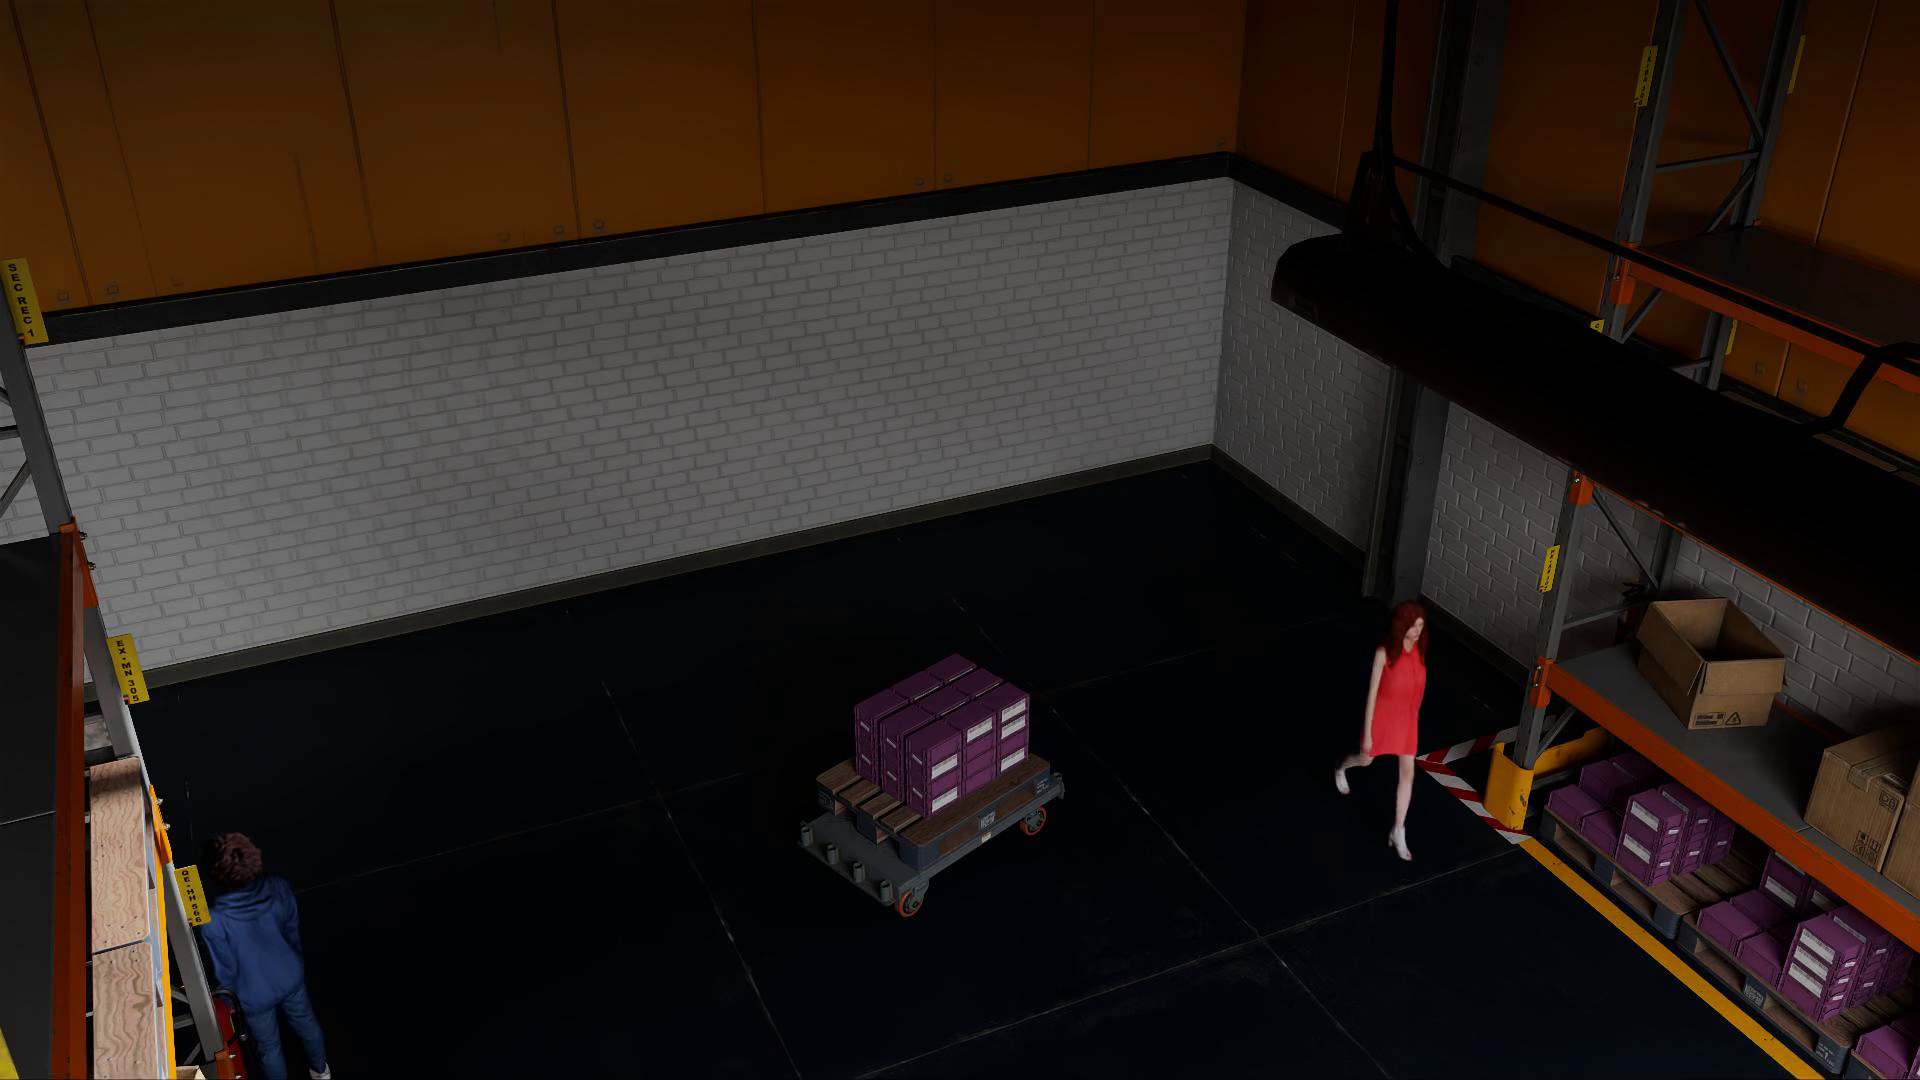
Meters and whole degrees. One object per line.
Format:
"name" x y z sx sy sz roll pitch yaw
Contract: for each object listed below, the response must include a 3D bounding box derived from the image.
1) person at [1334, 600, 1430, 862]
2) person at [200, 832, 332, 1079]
"person" 2.763 1.171 10.917 0.661 1.791 1.152 -10 30 -17
"person" -3.691 2.301 8.824 0.734 1.811 0.755 22 35 34
